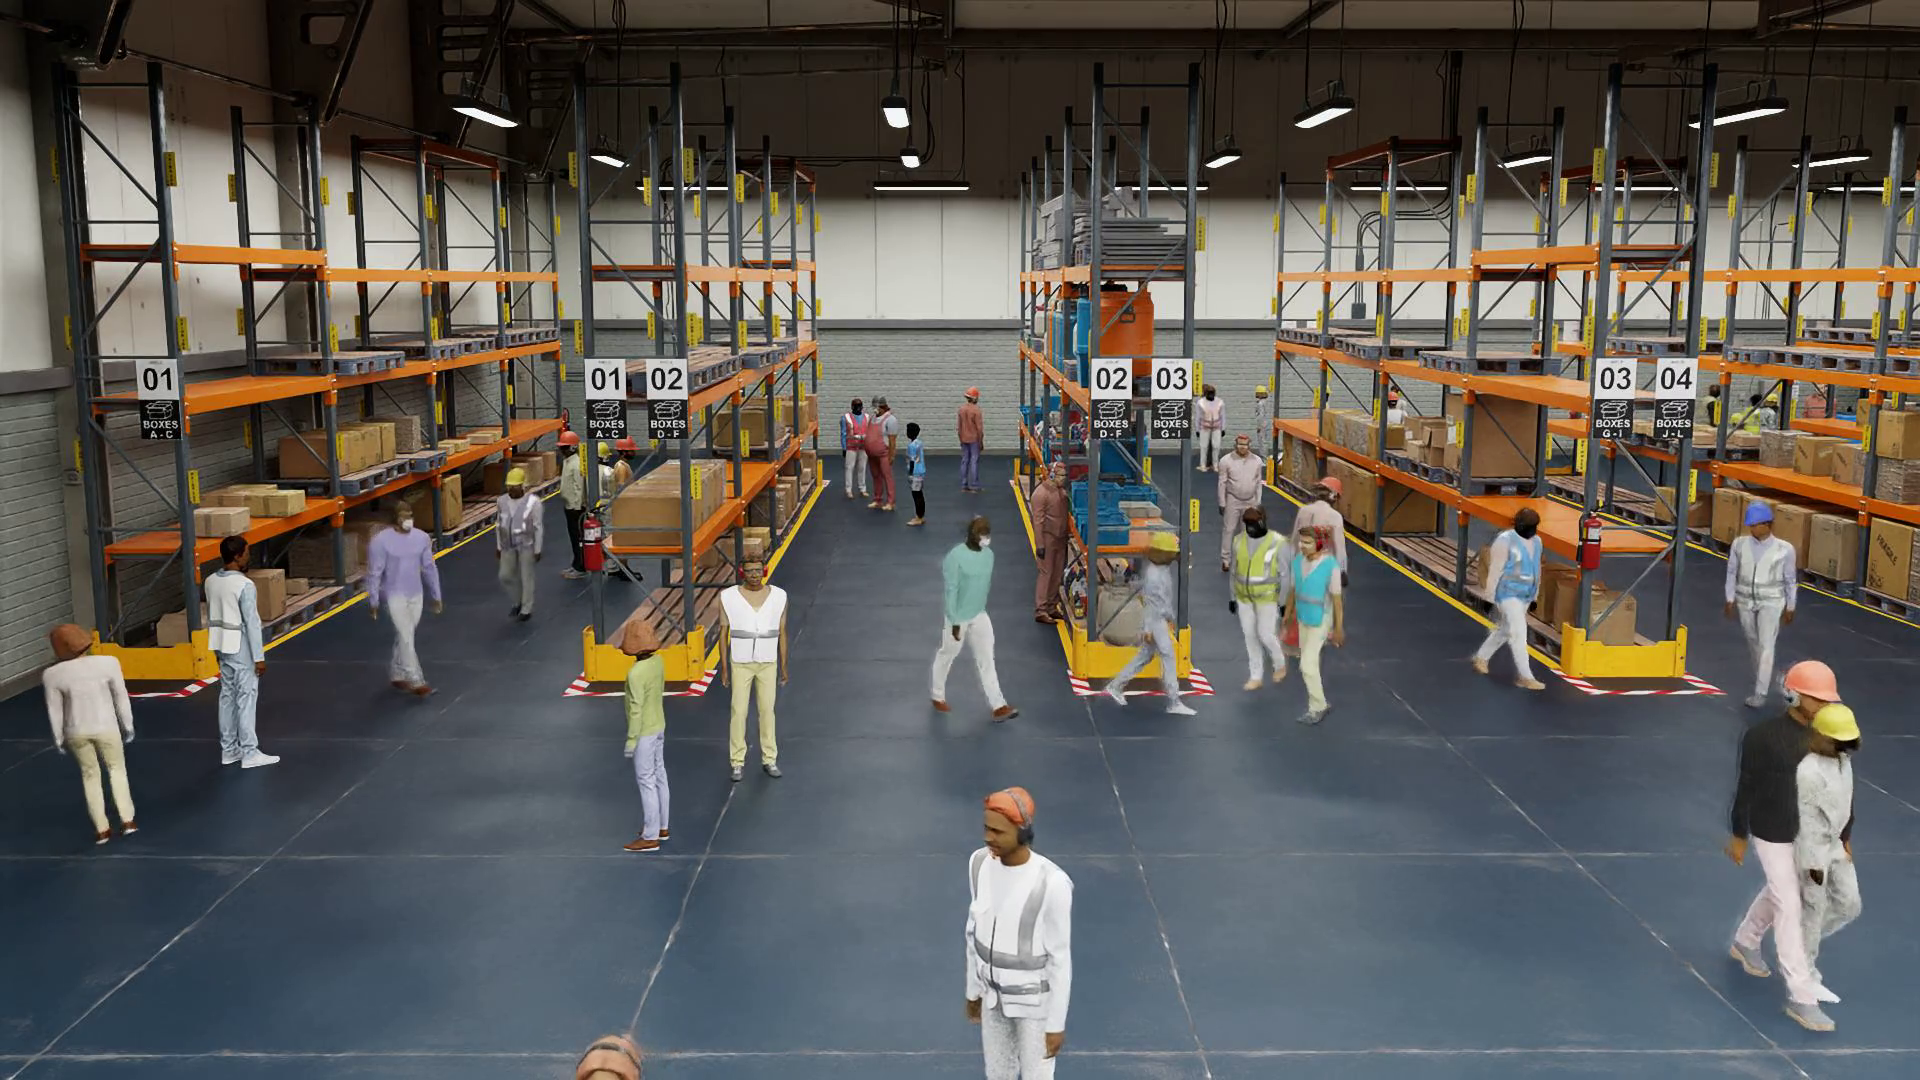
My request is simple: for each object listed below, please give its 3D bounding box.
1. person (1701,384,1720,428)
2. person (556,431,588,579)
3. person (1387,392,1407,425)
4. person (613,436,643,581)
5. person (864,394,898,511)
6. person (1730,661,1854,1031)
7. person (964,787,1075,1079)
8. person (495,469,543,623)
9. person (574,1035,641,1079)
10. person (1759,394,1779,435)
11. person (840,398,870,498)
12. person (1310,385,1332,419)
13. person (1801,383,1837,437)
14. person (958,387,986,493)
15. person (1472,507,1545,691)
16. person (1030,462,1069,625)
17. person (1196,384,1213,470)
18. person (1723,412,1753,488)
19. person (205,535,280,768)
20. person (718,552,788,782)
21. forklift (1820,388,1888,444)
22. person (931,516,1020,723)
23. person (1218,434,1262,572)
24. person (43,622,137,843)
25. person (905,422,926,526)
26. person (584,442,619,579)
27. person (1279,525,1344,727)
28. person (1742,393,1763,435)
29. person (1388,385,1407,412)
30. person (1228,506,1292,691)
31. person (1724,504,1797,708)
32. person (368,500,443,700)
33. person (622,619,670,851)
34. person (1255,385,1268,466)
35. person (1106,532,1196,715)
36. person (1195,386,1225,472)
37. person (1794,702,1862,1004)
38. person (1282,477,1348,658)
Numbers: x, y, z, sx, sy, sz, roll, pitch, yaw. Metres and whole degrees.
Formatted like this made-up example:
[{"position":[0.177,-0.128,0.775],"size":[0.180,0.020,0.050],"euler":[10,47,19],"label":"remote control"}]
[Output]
[{"position":[15.903,-2.390,35.177],"size":[0.429,1.841,0.668],"euler":[3,9,18],"label":"person"},{"position":[-5.203,-0.472,22.373],"size":[0.399,1.990,0.617],"euler":[-4,10,-25],"label":"person"},{"position":[8.080,-1.811,31.163],"size":[0.543,1.929,0.386],"euler":[1,9,4],"label":"person"},{"position":[-4.436,-0.420,22.179],"size":[0.359,1.938,0.545],"euler":[-2,9,-14],"label":"person"},{"position":[-1.419,-1.537,29.032],"size":[0.535,2.000,0.679],"euler":[-8,12,-41],"label":"person"},{"position":[4.608,1.605,9.212],"size":[0.630,1.948,1.038],"euler":[-1,9,-9],"label":"person"},{"position":[0.243,1.959,7.077],"size":[0.344,1.878,0.581],"euler":[-8,12,-43],"label":"person"},{"position":[-5.148,0.069,19.399],"size":[0.622,1.818,0.427],"euler":[2,9,12],"label":"person"},{"position":[-1.113,2.356,5.326],"size":[0.534,1.625,0.370],"euler":[1,9,8],"label":"person"},{"position":[16.318,-2.090,33.582],"size":[0.317,1.733,0.490],"euler":[0,9,-1],"label":"person"},{"position":[-1.895,-1.689,30.649],"size":[0.624,1.844,0.429],"euler":[-5,10,-27],"label":"person"},{"position":[7.292,-2.185,33.566],"size":[0.385,1.925,0.592],"euler":[-3,9,-18],"label":"person"},{"position":[17.892,-2.351,34.693],"size":[0.639,1.911,0.406],"euler":[7,11,39],"label":"person"},{"position":[0.224,-1.879,31.372],"size":[0.381,1.996,0.608],"euler":[-8,12,-42],"label":"person"},{"position":[5.450,0.538,16.512],"size":[0.650,1.789,0.930],"euler":[-6,11,-34],"label":"person"},{"position":[1.087,0.028,19.457],"size":[0.401,1.893,0.656],"euler":[6,11,34],"label":"person"},{"position":[5.218,-2.384,35.142],"size":[0.348,1.839,0.504],"euler":[5,10,29],"label":"person"},{"position":[12.928,-1.213,27.708],"size":[0.592,1.812,0.641],"euler":[1,9,5],"label":"person"},{"position":[-5.933,0.915,13.650],"size":[0.596,1.918,0.380],"euler":[5,10,31],"label":"person"},{"position":[-1.653,0.999,13.342],"size":[0.567,1.846,0.389],"euler":[-3,9,-18],"label":"person"},{"position":[20.072,-3.110,36.462],"size":[1.873,2.768,1.129],"euler":[0,9,0],"label":"forklift"},{"position":[0.095,0.717,15.060],"size":[0.676,1.871,1.078],"euler":[-8,12,-41],"label":"person"},{"position":[3.870,-0.514,22.893],"size":[0.644,1.905,0.400],"euler":[-2,9,-12],"label":"person"},{"position":[-6.169,1.355,11.822],"size":[0.549,1.604,0.402],"euler":[-4,10,-24],"label":"person"},{"position":[-0.730,-1.079,27.222],"size":[0.322,1.691,0.533],"euler":[2,9,10],"label":"person"},{"position":[-4.792,-0.395,22.351],"size":[0.590,1.833,0.404],"euler":[4,10,23],"label":"person"},{"position":[3.143,0.767,14.895],"size":[0.492,1.823,0.586],"euler":[-5,10,-27],"label":"person"},{"position":[16.442,-2.221,34.626],"size":[0.750,1.672,0.537],"euler":[-3,9,-18],"label":"person"},{"position":[8.991,-2.267,34.333],"size":[0.337,1.859,0.503],"euler":[-6,11,-36],"label":"person"},{"position":[2.914,0.571,16.216],"size":[0.636,1.820,0.461],"euler":[7,11,39],"label":"person"},{"position":[7.636,0.592,15.851],"size":[0.978,1.897,0.595],"euler":[-8,12,-43],"label":"person"},{"position":[-5.220,0.578,15.871],"size":[0.957,1.897,0.660],"euler":[7,11,36],"label":"person"},{"position":[-2.219,1.363,11.676],"size":[0.279,1.634,0.499],"euler":[2,9,11],"label":"person"},{"position":[6.505,-2.469,35.977],"size":[0.324,1.743,0.491],"euler":[3,9,20],"label":"person"},{"position":[1.752,0.753,15.372],"size":[0.832,1.702,0.537],"euler":[3,9,16],"label":"person"},{"position":[5.206,-2.299,34.693],"size":[0.646,1.815,0.437],"euler":[-1,9,-4],"label":"person"},{"position":[4.754,1.713,9.144],"size":[0.508,1.718,0.353],"euler":[-7,11,-37],"label":"person"},{"position":[3.854,0.269,17.862],"size":[1.085,1.912,0.691],"euler":[-6,10,-32],"label":"person"}]
